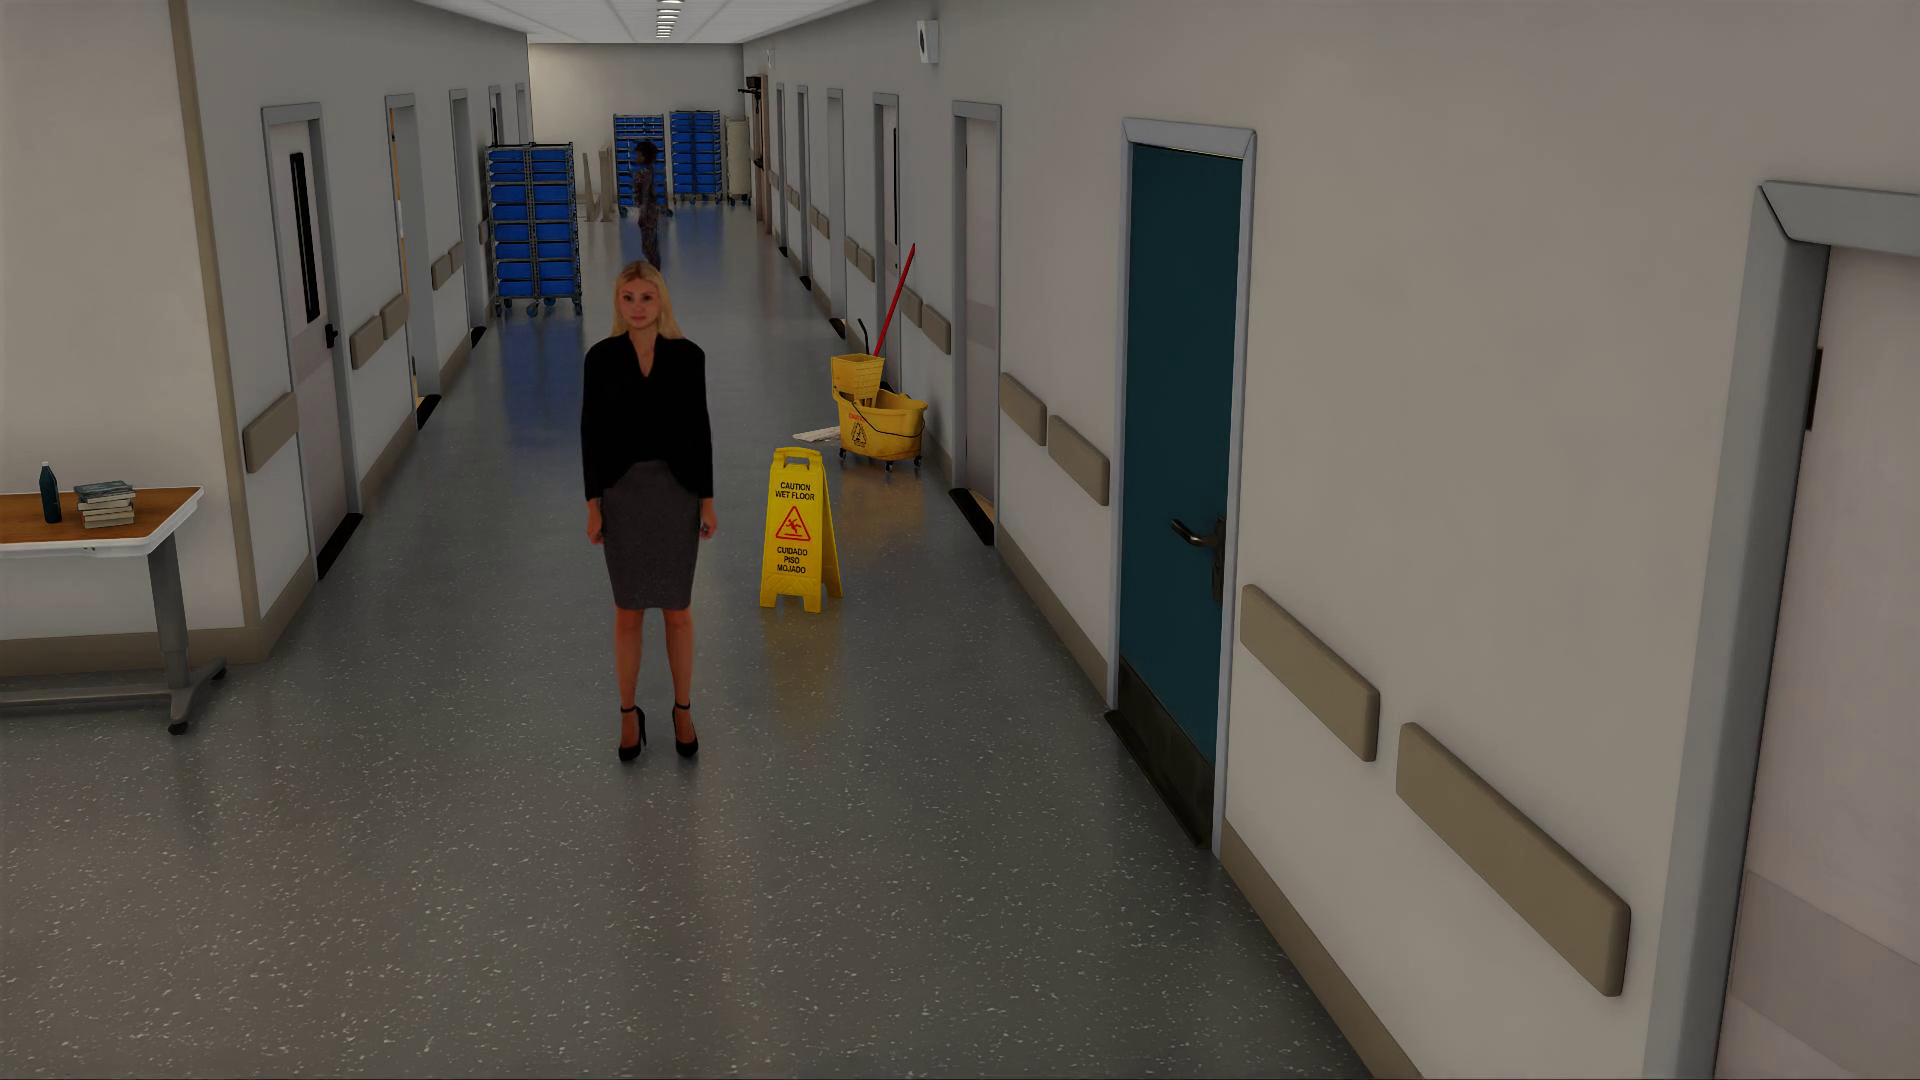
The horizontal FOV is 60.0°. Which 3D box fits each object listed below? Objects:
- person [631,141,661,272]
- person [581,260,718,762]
[{"bbox_3d":[-3.608,-3.778,19.364,0.814,1.695,0.503,-1,16,-3],"label":"person"},{"bbox_3d":[-1.110,-0.084,5.990,0.603,1.841,0.522,-3,16,-10],"label":"person"}]
